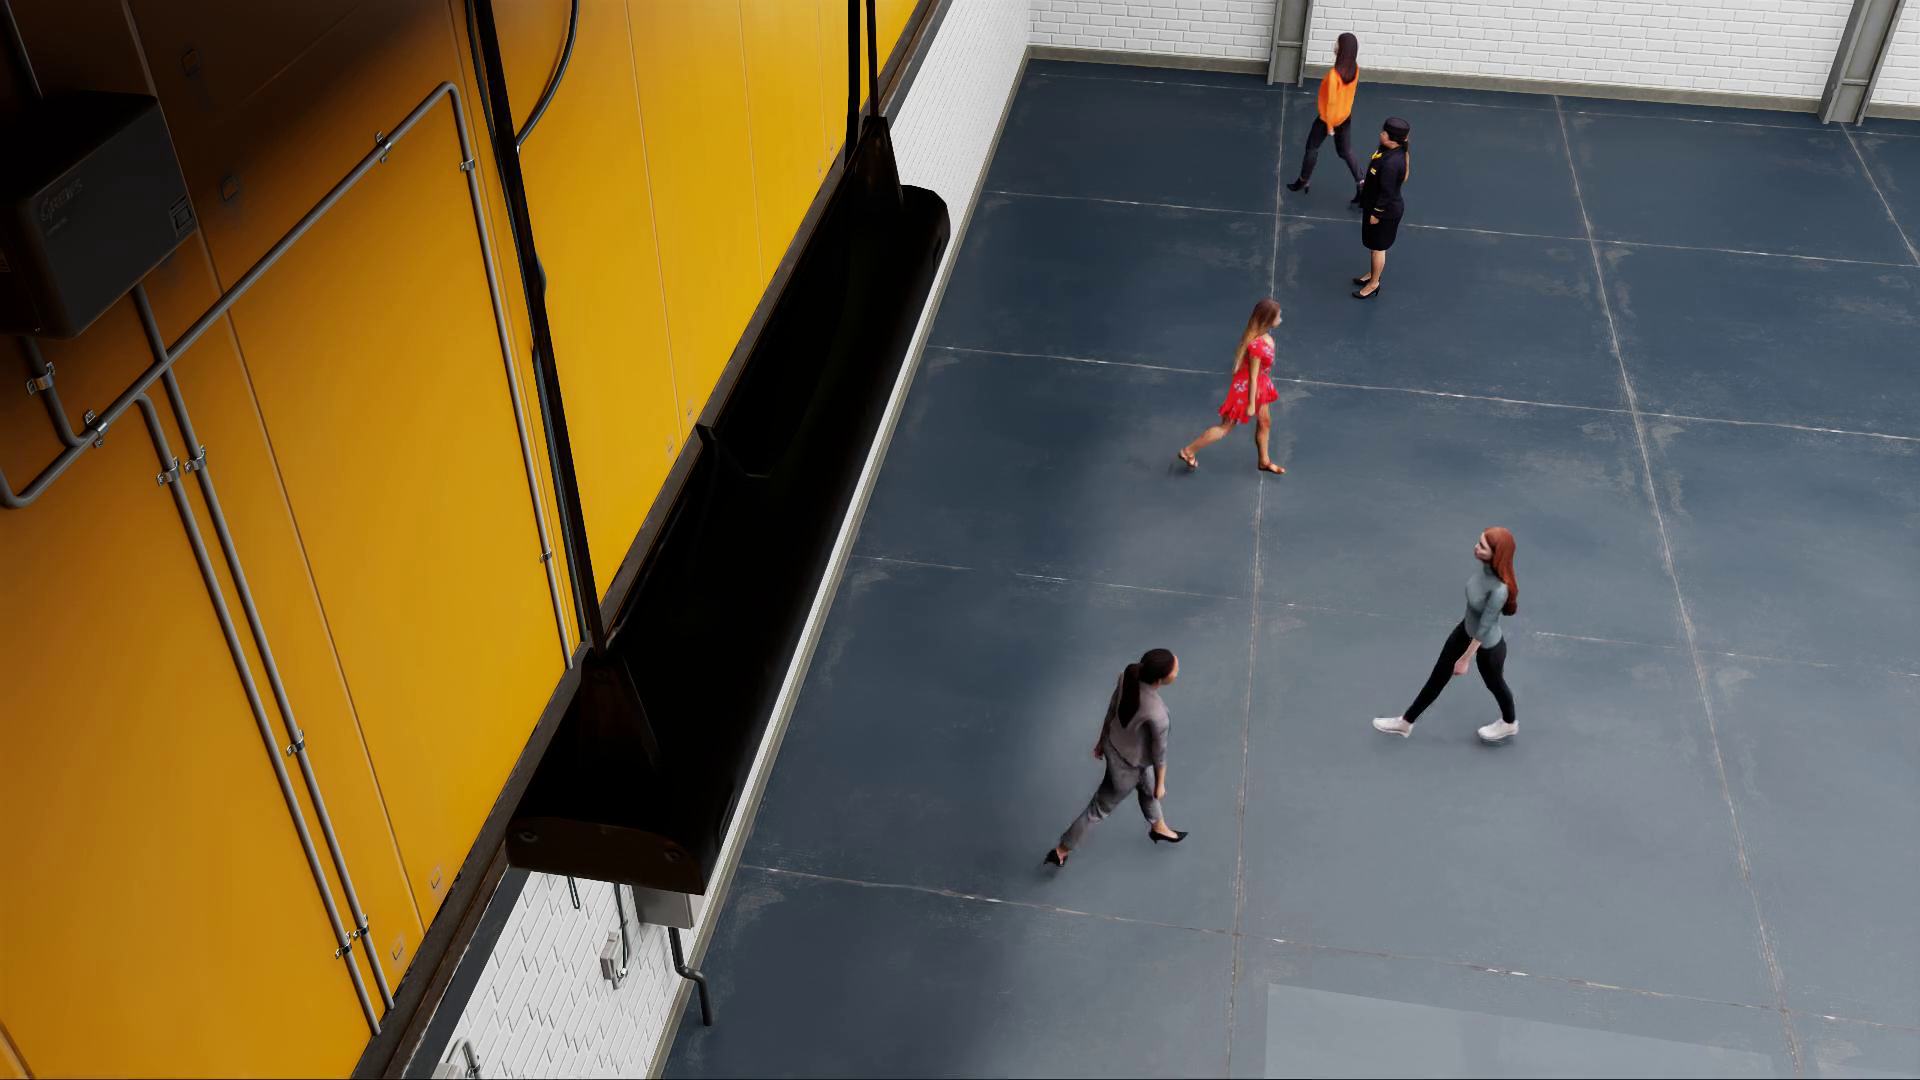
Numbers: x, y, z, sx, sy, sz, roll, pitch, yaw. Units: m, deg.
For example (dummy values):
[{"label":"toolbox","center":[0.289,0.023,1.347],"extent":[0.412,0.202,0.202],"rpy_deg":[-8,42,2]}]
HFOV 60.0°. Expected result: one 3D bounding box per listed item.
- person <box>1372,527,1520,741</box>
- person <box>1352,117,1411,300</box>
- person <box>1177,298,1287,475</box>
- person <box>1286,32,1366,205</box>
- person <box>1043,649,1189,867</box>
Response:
[{"label":"person","center":[3.278,0.656,10.261],"extent":[1.205,1.689,0.719],"rpy_deg":[1,39,1]},{"label":"person","center":[3.757,-2.943,14.783],"extent":[0.633,1.671,0.701],"rpy_deg":[9,39,11]},{"label":"person","center":[2.085,-1.136,12.612],"extent":[1.054,1.556,0.599],"rpy_deg":[5,39,7]},{"label":"person","center":[3.721,-4.055,16.144],"extent":[1.194,1.709,1.012],"rpy_deg":[31,48,33]},{"label":"person","center":[0.866,1.307,9.510],"extent":[1.250,1.611,0.990],"rpy_deg":[-13,40,-16]}]
